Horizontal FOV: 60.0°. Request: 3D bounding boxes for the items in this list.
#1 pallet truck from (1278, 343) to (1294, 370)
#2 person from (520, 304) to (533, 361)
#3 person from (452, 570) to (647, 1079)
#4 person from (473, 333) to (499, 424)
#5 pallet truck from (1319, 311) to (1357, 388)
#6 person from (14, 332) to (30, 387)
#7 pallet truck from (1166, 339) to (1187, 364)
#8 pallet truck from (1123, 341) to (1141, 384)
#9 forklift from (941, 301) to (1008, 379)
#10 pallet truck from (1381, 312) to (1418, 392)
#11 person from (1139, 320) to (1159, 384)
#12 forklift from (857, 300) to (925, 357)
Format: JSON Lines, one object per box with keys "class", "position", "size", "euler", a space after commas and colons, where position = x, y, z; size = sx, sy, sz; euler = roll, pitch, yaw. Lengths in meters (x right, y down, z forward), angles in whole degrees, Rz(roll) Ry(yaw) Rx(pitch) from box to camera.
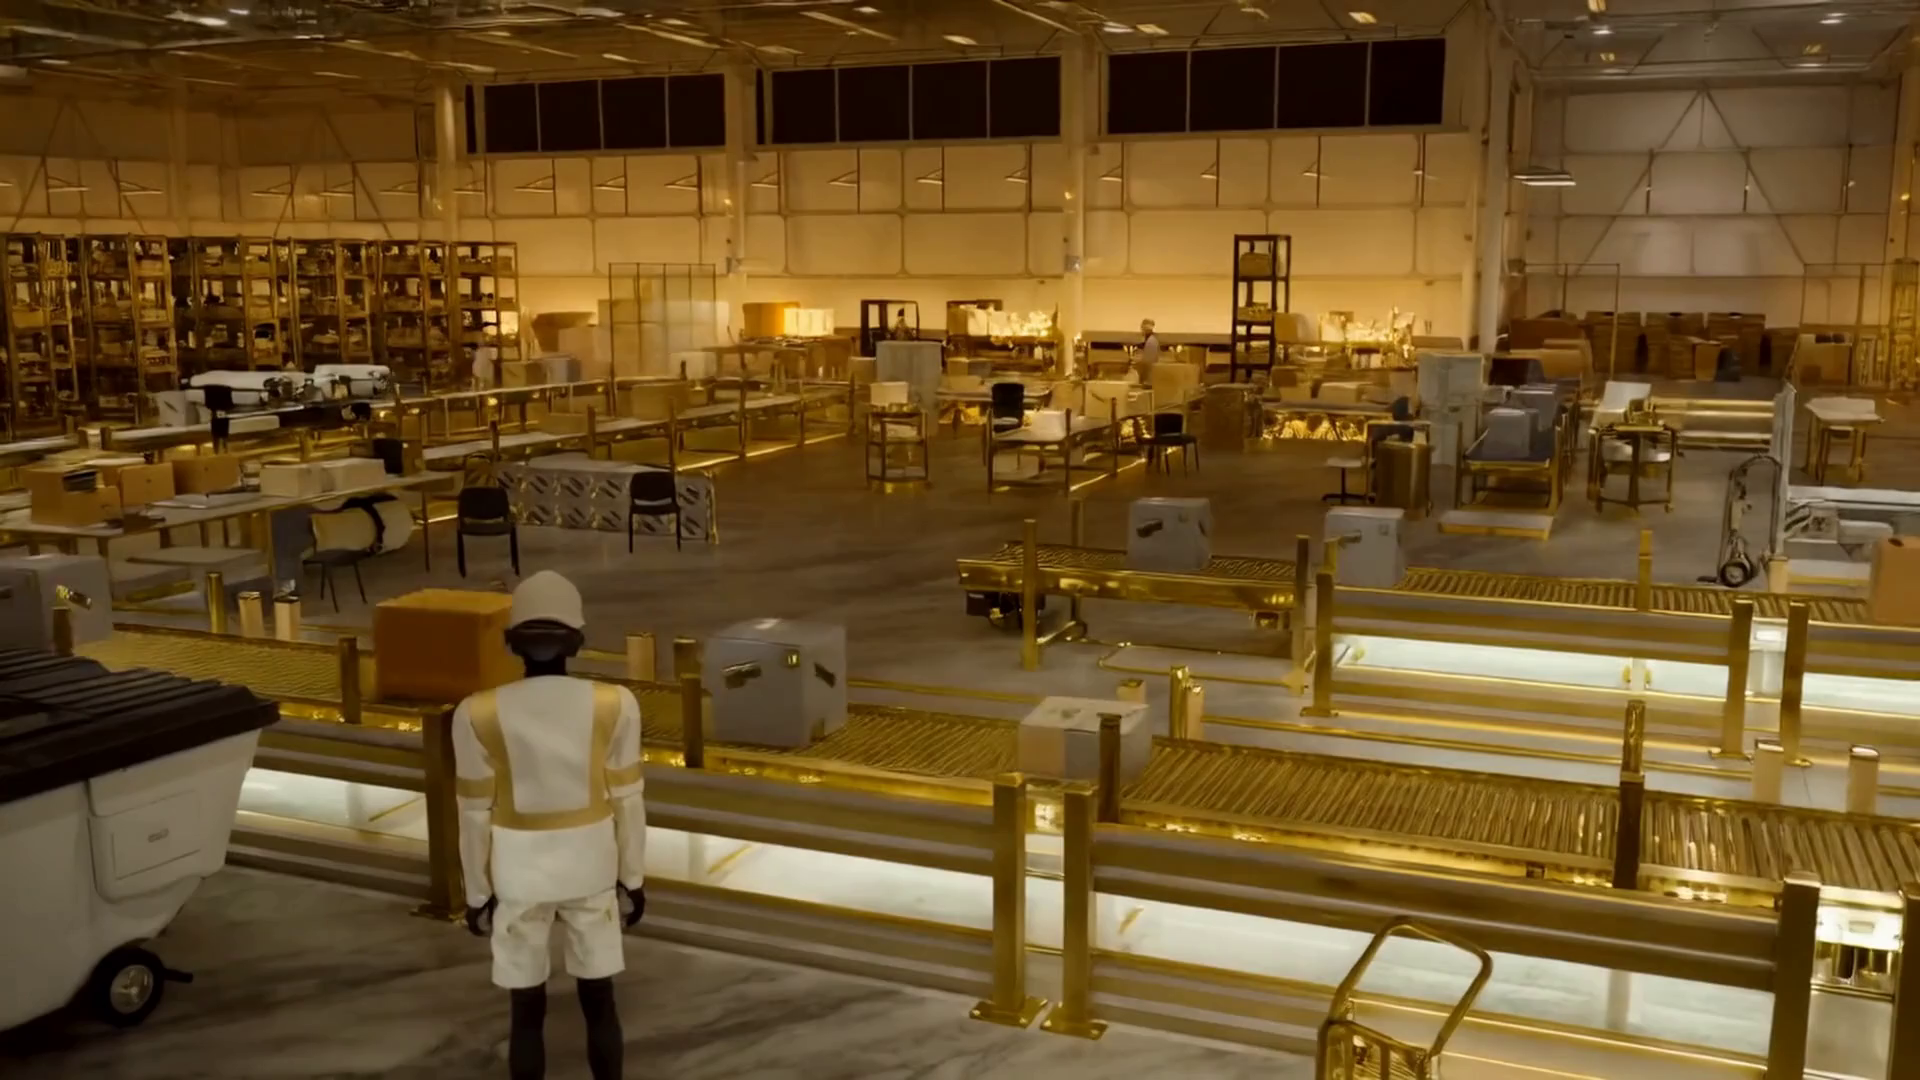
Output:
{"class": "pallet truck", "position": [7.886, -4.163, 39.743], "size": [0.653, 1.274, 1.630], "euler": [4, 10, 22]}
{"class": "person", "position": [-11.880, -5.479, 45.624], "size": [0.396, 1.993, 0.618], "euler": [-8, 12, -41]}
{"class": "person", "position": [-1.350, 1.112, 5.538], "size": [0.610, 2.043, 0.375], "euler": [-3, 10, -16]}
{"class": "person", "position": [-9.113, -3.111, 32.015], "size": [0.535, 1.746, 0.582], "euler": [7, 11, 35]}
{"class": "pallet truck", "position": [9.071, -4.419, 39.190], "size": [0.823, 1.965, 1.885], "euler": [5, 10, 26]}
{"class": "person", "position": [-19.827, -3.668, 35.211], "size": [0.567, 1.810, 0.936], "euler": [5, 10, 27]}
{"class": "pallet truck", "position": [5.418, -4.269, 40.420], "size": [0.704, 1.261, 1.522], "euler": [3, 10, 20]}
{"class": "pallet truck", "position": [4.445, -4.380, 41.279], "size": [0.680, 1.201, 1.601], "euler": [4, 10, 22]}
{"class": "forklift", "position": [0.365, -4.966, 41.571], "size": [1.157, 1.987, 2.680], "euler": [3, 10, 20]}
{"class": "pallet truck", "position": [10.207, -4.283, 38.369], "size": [0.823, 1.965, 1.885], "euler": [3, 10, 20]}
{"class": "person", "position": [3.728, -3.300, 32.462], "size": [1.064, 1.992, 0.631], "euler": [2, 10, 13]}
{"class": "forklift", "position": [-1.732, -5.109, 42.468], "size": [1.157, 1.987, 2.680], "euler": [4, 10, 22]}
